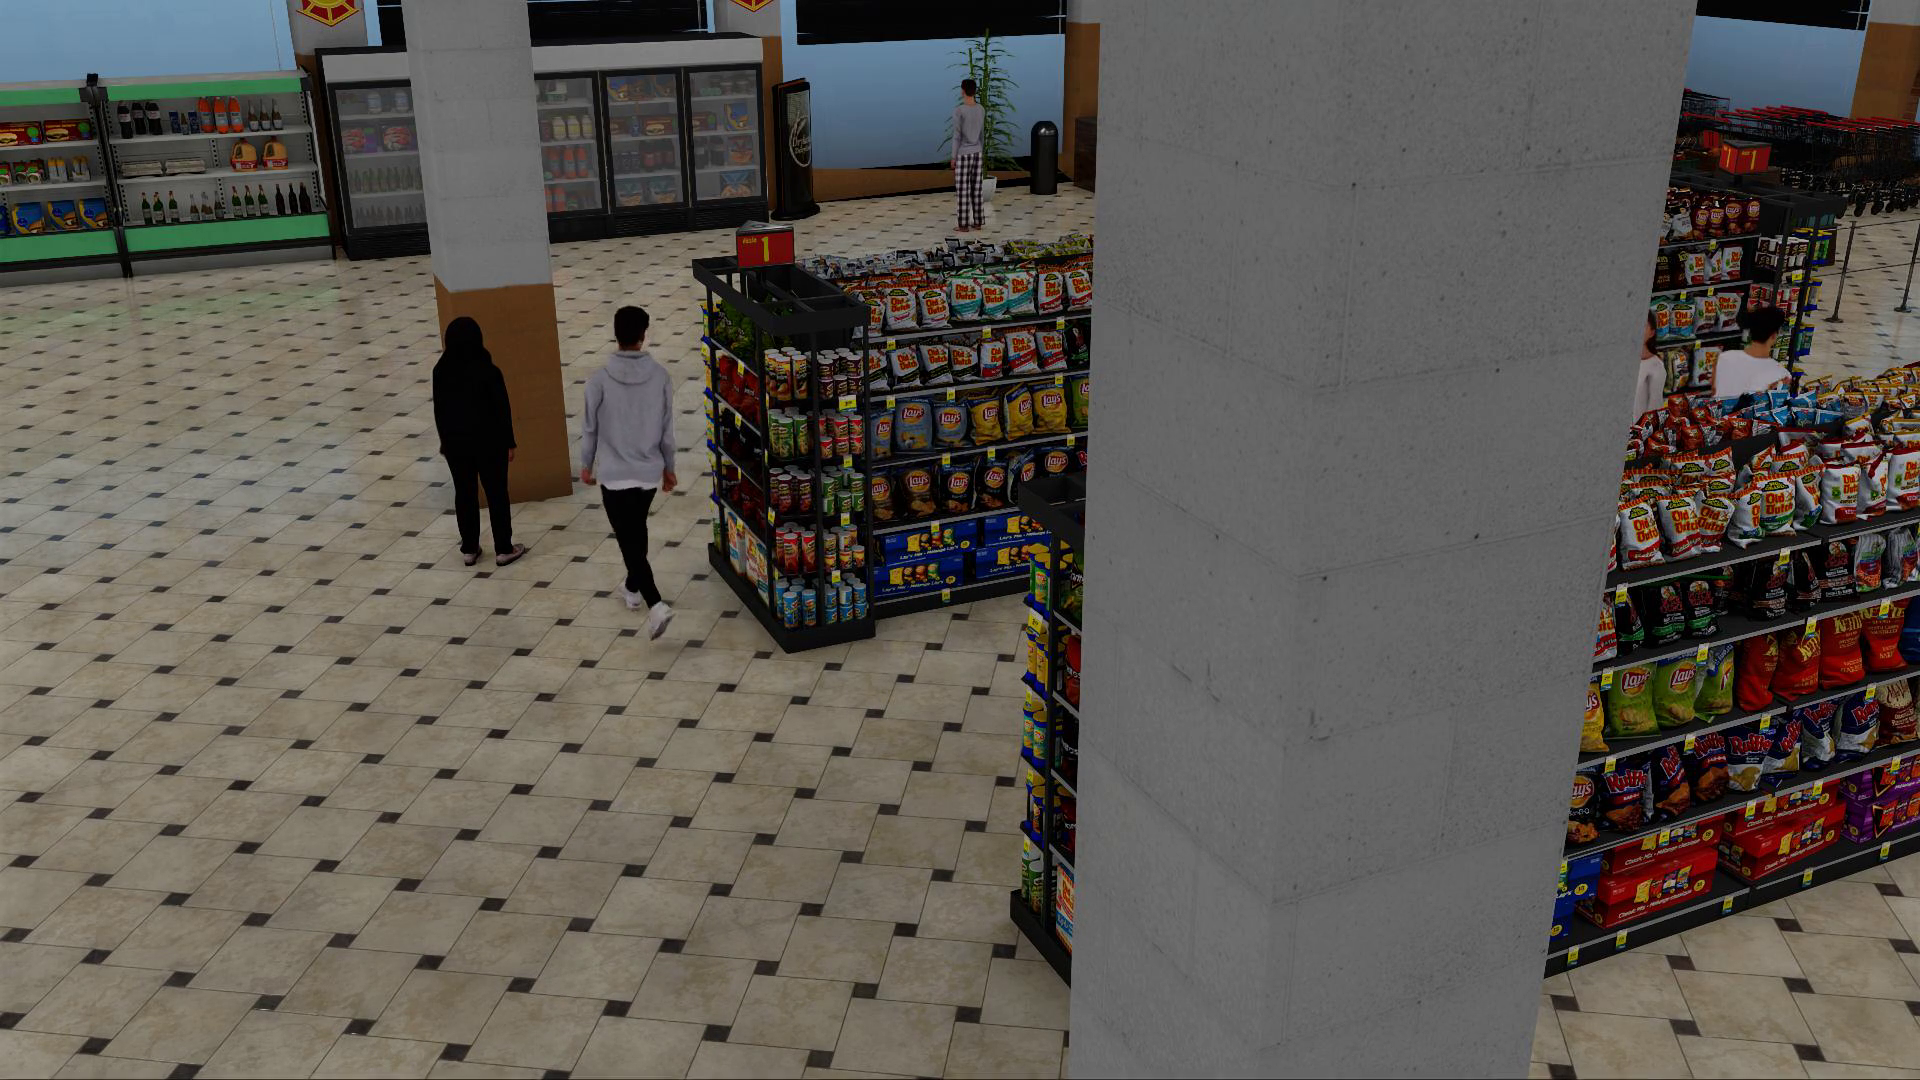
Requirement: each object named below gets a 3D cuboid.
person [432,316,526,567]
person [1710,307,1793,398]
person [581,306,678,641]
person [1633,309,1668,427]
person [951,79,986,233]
[{"bbox_3d":[-3.091,-0.621,10.604,0.730,1.615,0.827,2,22,5],"label":"person"},{"bbox_3d":[4.691,-0.535,10.179,0.893,1.772,0.749,-15,26,-33],"label":"person"},{"bbox_3d":[-1.851,-0.355,9.571,1.177,1.891,0.816,-14,26,-30],"label":"person"},{"bbox_3d":[4.209,-0.645,10.565,0.576,1.688,0.633,-14,26,-31],"label":"person"},{"bbox_3d":[0.113,-4.762,20.598,0.531,1.848,0.720,-15,26,-33],"label":"person"}]
